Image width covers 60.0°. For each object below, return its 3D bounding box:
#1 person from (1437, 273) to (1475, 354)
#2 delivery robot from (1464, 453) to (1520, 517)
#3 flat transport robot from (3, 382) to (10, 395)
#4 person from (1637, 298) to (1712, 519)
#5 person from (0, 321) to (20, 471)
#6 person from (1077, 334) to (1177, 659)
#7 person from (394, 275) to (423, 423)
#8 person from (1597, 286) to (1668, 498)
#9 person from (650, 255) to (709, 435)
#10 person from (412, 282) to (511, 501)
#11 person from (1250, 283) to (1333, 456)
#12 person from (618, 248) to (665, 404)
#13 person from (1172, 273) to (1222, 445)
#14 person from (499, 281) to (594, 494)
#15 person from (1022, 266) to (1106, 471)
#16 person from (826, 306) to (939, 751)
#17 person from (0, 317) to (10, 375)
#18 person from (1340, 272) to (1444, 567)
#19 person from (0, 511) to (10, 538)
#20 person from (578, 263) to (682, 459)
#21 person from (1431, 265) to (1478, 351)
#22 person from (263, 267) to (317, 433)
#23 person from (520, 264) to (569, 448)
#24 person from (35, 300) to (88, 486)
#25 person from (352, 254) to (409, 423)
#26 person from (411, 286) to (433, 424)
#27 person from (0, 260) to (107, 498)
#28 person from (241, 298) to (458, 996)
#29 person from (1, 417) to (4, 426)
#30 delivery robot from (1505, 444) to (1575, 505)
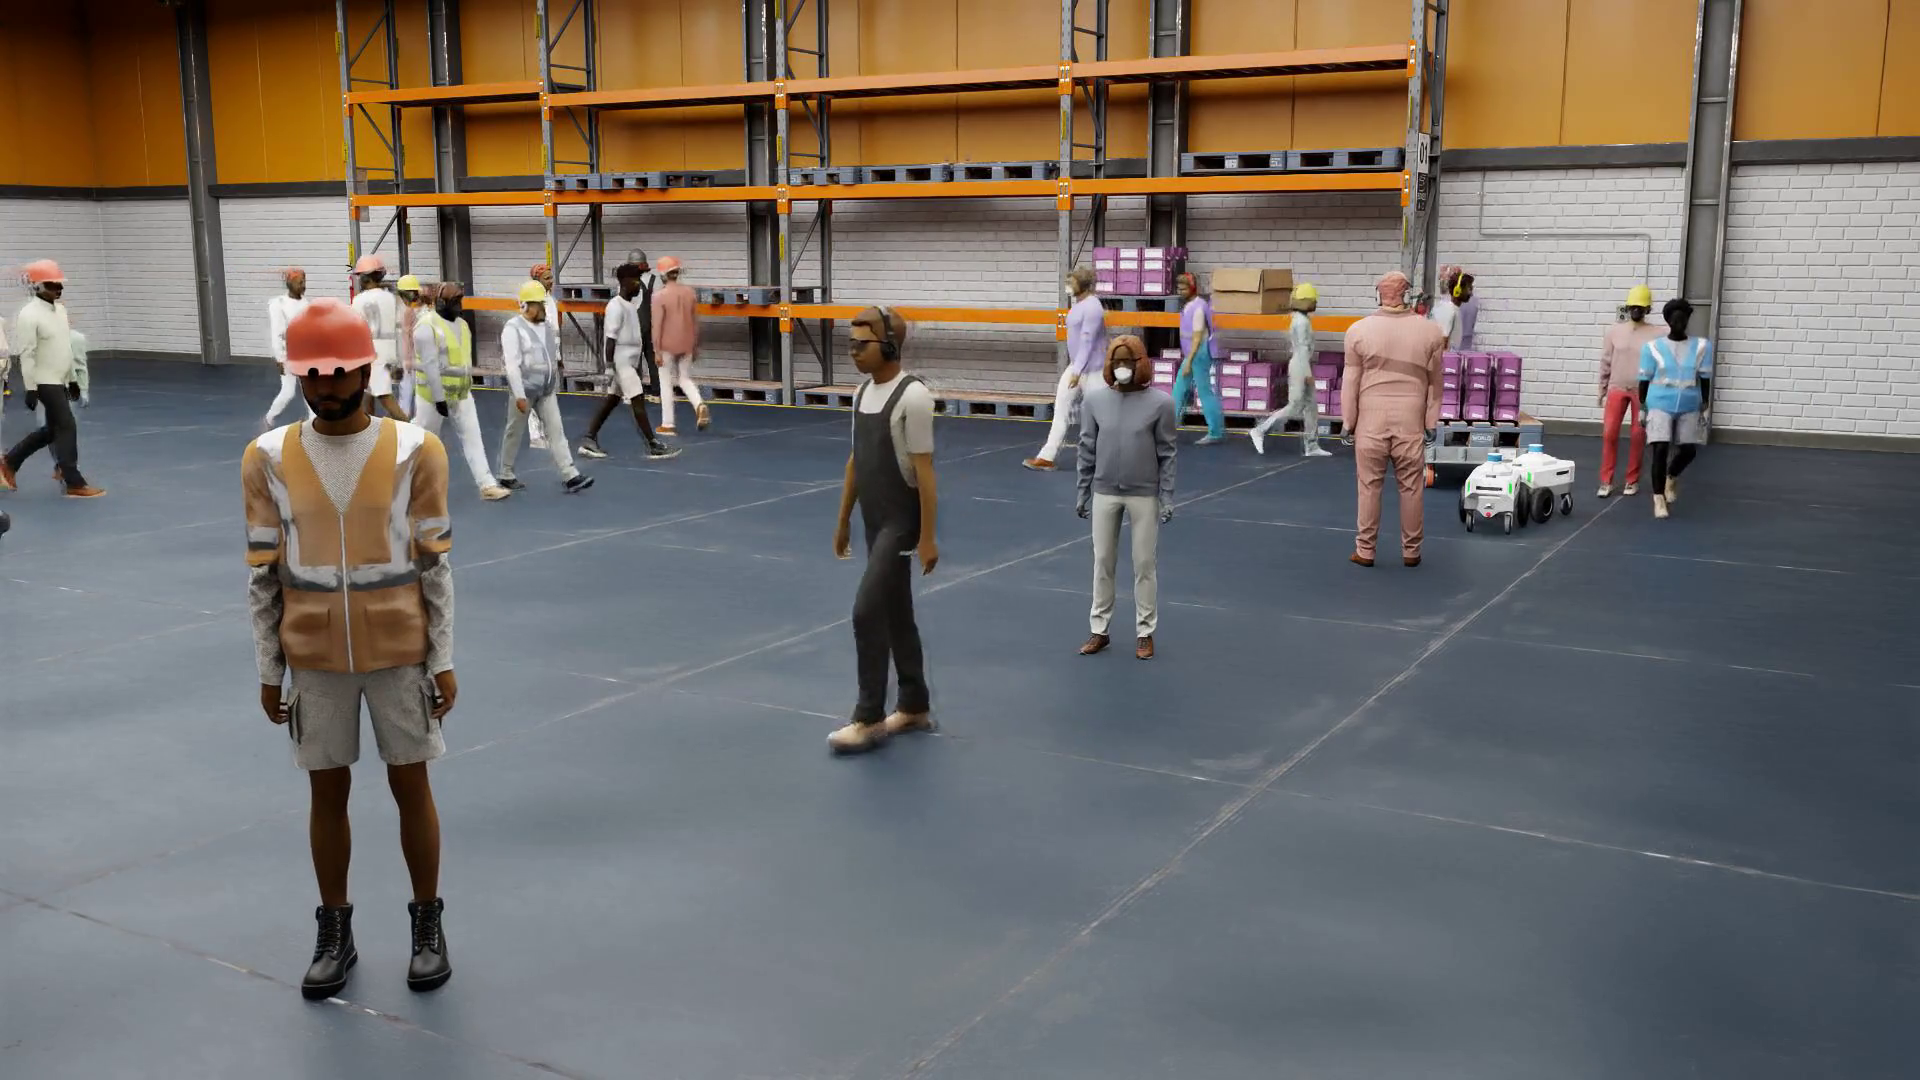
[{"bbox_3d":[4.746,-1.663,16.083,0.998,1.807,0.556,2,10,11],"label":"person"},{"bbox_3d":[3.898,-0.393,12.162,0.477,0.478,0.707,4,11,21],"label":"delivery robot"},{"bbox_3d":[-13.682,-2.139,23.115,0.652,0.197,1.431,-7,12,-36],"label":"flat transport robot"},{"bbox_3d":[5.461,-1.018,12.778,0.542,1.679,0.530,2,10,10],"label":"person"},{"bbox_3d":[-8.806,-1.493,15.039,0.404,1.830,0.602,-1,10,-4],"label":"person"},{"bbox_3d":[0.831,-0.215,8.364,0.509,1.631,0.268,4,11,19],"label":"person"},{"bbox_3d":[-5.830,-1.922,17.656,0.331,1.767,0.527,-2,10,-13],"label":"person"},{"bbox_3d":[5.529,-1.211,13.688,0.555,1.738,0.604,6,12,30],"label":"person"},{"bbox_3d":[-3.076,-2.111,18.121,0.663,1.979,0.629,10,14,44],"label":"person"},{"bbox_3d":[-4.175,-1.189,13.475,0.962,1.784,0.630,4,11,24],"label":"person"},{"bbox_3d":[3.276,-1.662,16.337,0.736,1.717,0.487,2,10,13],"label":"person"},{"bbox_3d":[-4.223,-2.803,21.867,0.680,2.000,0.537,-9,13,-40],"label":"person"},{"bbox_3d":[2.329,-1.855,17.199,0.911,1.787,0.644,-1,10,-6],"label":"person"},{"bbox_3d":[-3.537,-1.263,13.883,0.941,1.777,0.615,6,12,29],"label":"person"},{"bbox_3d":[1.119,-1.555,15.246,1.025,1.891,0.631,-3,11,-18],"label":"person"},{"bbox_3d":[-0.387,-0.043,6.856,0.708,1.819,0.533,-6,12,-30],"label":"person"},{"bbox_3d":[-10.758,-1.945,18.308,0.519,1.594,0.860,-4,11,-22],"label":"person"},{"bbox_3d":[2.772,-0.771,10.749,0.643,1.905,0.399,1,10,4],"label":"person"},{"bbox_3d":[-6.761,-0.839,11.168,0.568,1.884,1.003,-2,10,-12],"label":"person"},{"bbox_3d":[-3.280,-1.735,16.204,1.031,1.913,0.616,0,10,1],"label":"person"},{"bbox_3d":[4.880,-1.766,16.427,0.656,1.884,0.665,-9,13,-40],"label":"person"},{"bbox_3d":[-6.942,-1.905,17.317,0.828,1.857,0.579,7,12,34],"label":"person"},{"bbox_3d":[-4.292,-1.892,17.158,0.355,1.883,0.574,3,11,18],"label":"person"},{"bbox_3d":[-7.812,-1.277,14.430,0.502,1.620,0.367,-2,10,-9],"label":"person"},{"bbox_3d":[-5.608,-1.737,15.995,1.045,1.996,0.634,2,10,13],"label":"person"},{"bbox_3d":[-6.162,-2.173,19.495,0.658,1.614,0.522,-3,10,-14],"label":"person"},{"bbox_3d":[-7.543,-1.307,13.620,0.859,1.966,0.611,-1,10,-7],"label":"person"},{"bbox_3d":[-1.661,0.309,4.565,0.541,1.932,0.382,-2,10,-12],"label":"person"},{"bbox_3d":[-11.196,-2.161,18.901,0.524,1.801,1.037,-9,14,-43],"label":"person"},{"bbox_3d":[4.388,-0.490,12.708,0.707,0.478,0.477,-9,13,-41],"label":"delivery robot"}]
